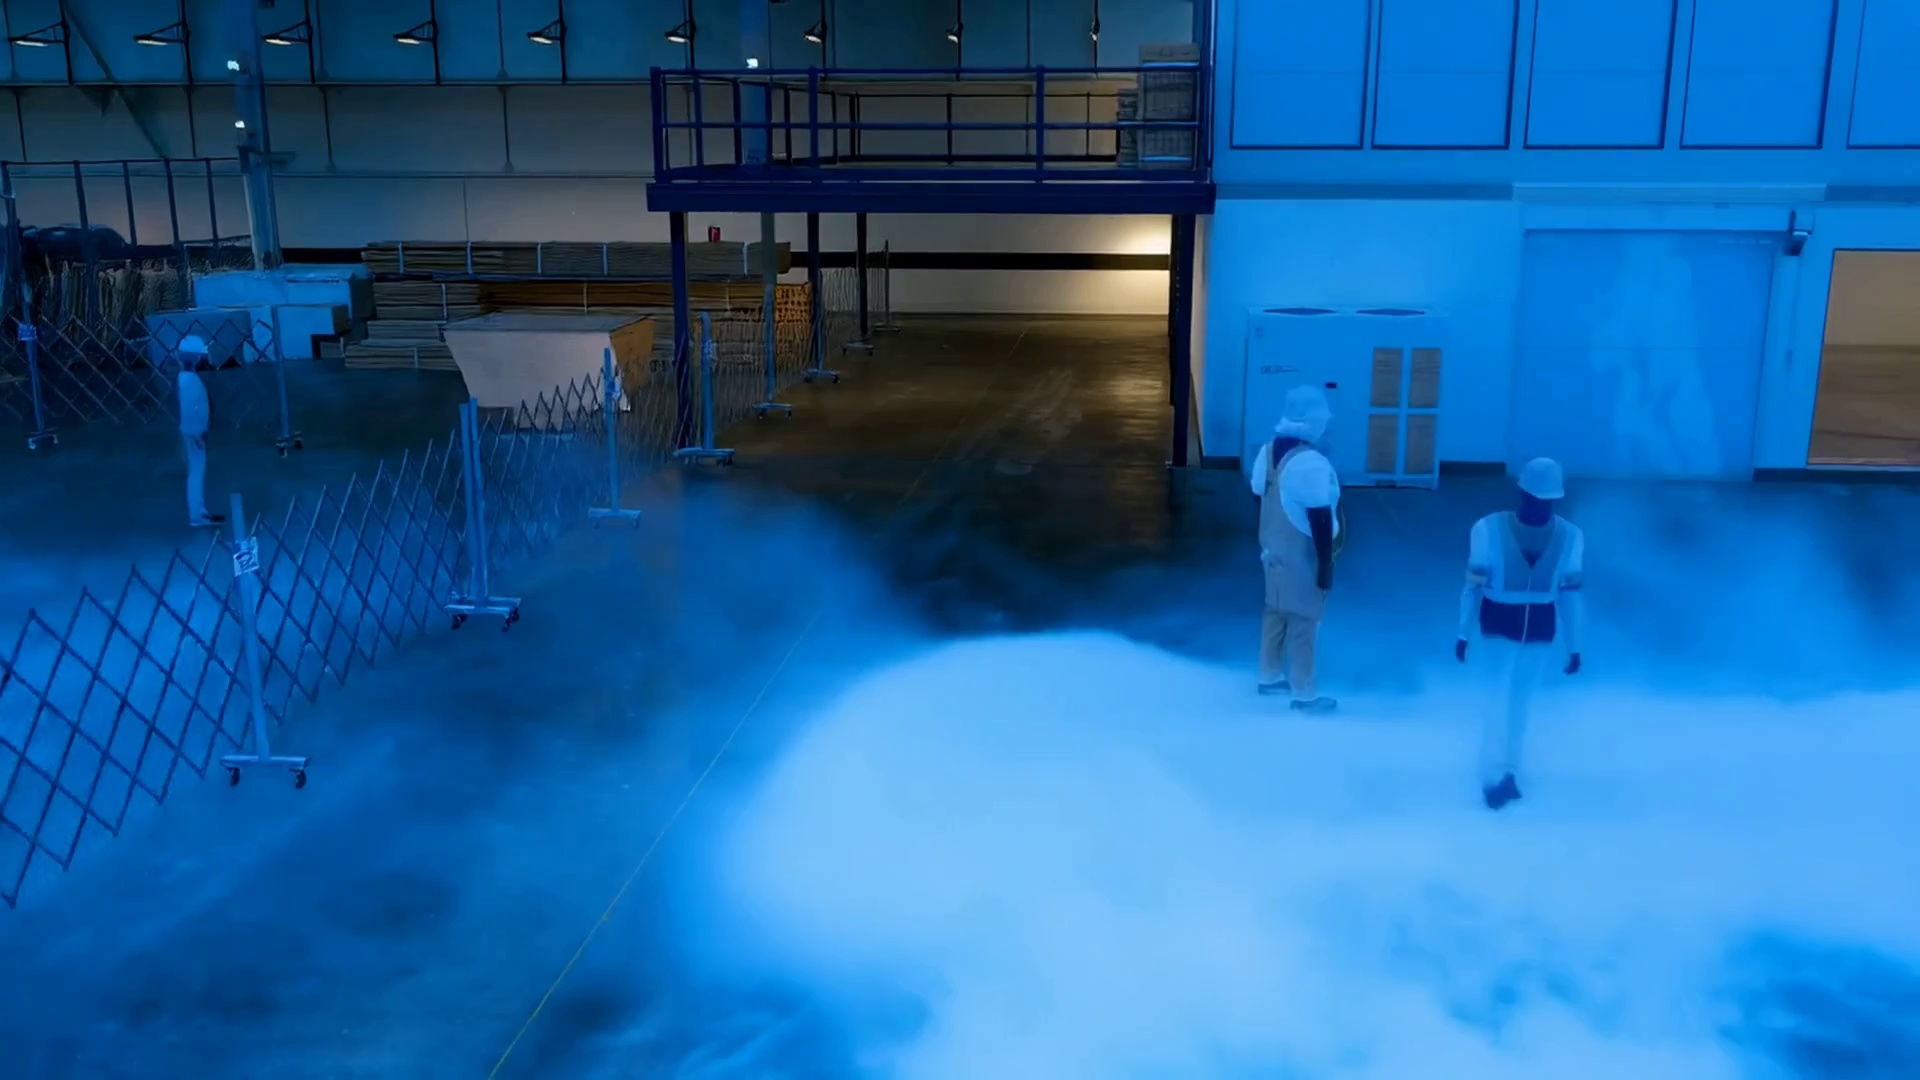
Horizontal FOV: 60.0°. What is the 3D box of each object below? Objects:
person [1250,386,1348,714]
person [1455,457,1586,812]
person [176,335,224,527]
[{"bbox_3d":[2.137,0.051,10.331,0.538,2.000,0.688,-6,15,-23],"label":"person"},{"bbox_3d":[2.968,0.504,8.766,0.626,1.897,0.658,1,14,3],"label":"person"},{"bbox_3d":[-6.955,-0.996,15.201,0.341,1.756,0.519,-6,15,-22],"label":"person"}]
